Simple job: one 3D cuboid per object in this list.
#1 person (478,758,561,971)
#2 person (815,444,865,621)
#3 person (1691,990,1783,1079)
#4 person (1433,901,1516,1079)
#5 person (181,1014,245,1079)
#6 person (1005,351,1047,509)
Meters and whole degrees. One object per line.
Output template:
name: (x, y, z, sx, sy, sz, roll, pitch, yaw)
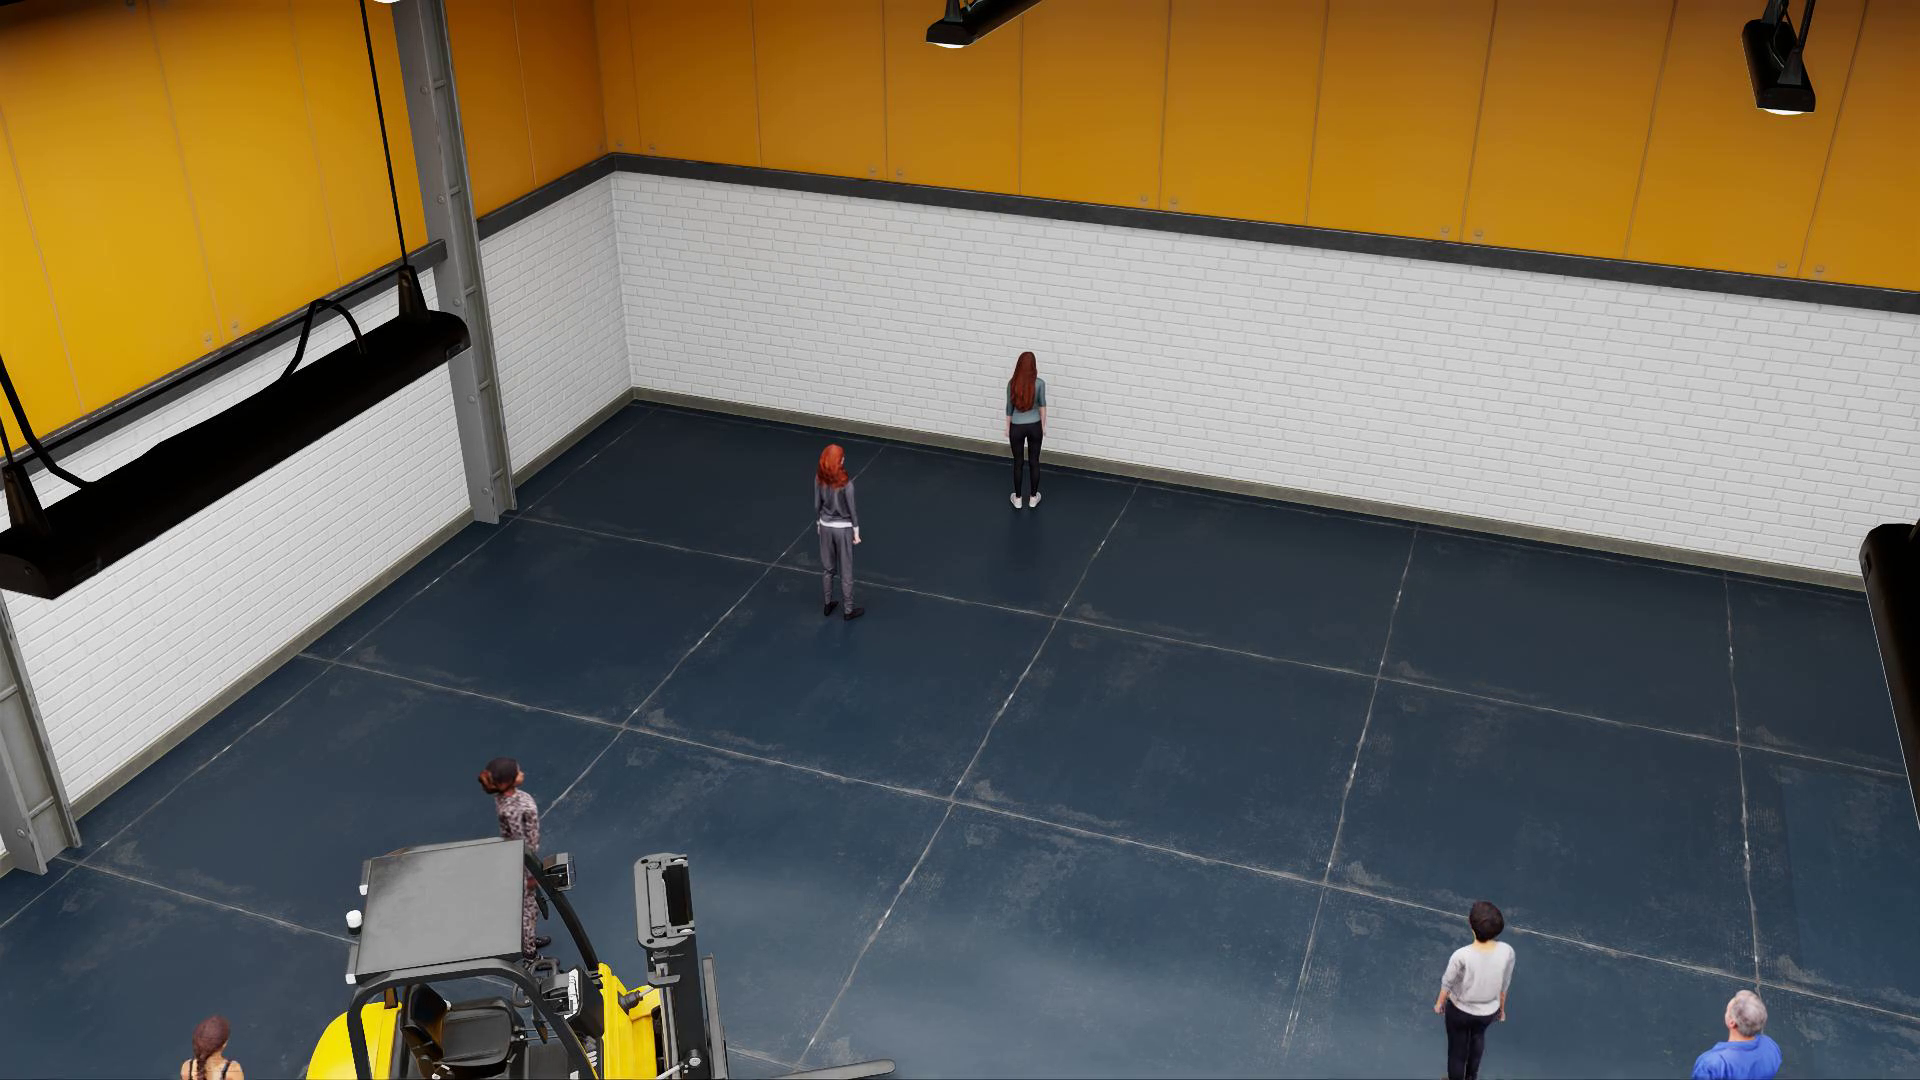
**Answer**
person: (-3.016, 2.199, 11.372, 0.744, 1.713, 0.680, -11, 31, -20)
person: (-1.147, -0.080, 15.481, 0.613, 1.779, 0.524, 14, 32, 24)
person: (4.227, 3.279, 9.274, 0.777, 1.825, 0.816, -11, 30, -19)
person: (3.181, 2.922, 10.224, 0.653, 1.543, 0.660, -3, 29, -6)
person: (-4.187, 3.380, 9.390, 0.771, 1.537, 0.961, -4, 29, -7)
person: (0.690, -1.161, 17.501, 0.661, 1.743, 0.646, 0, 29, -1)
